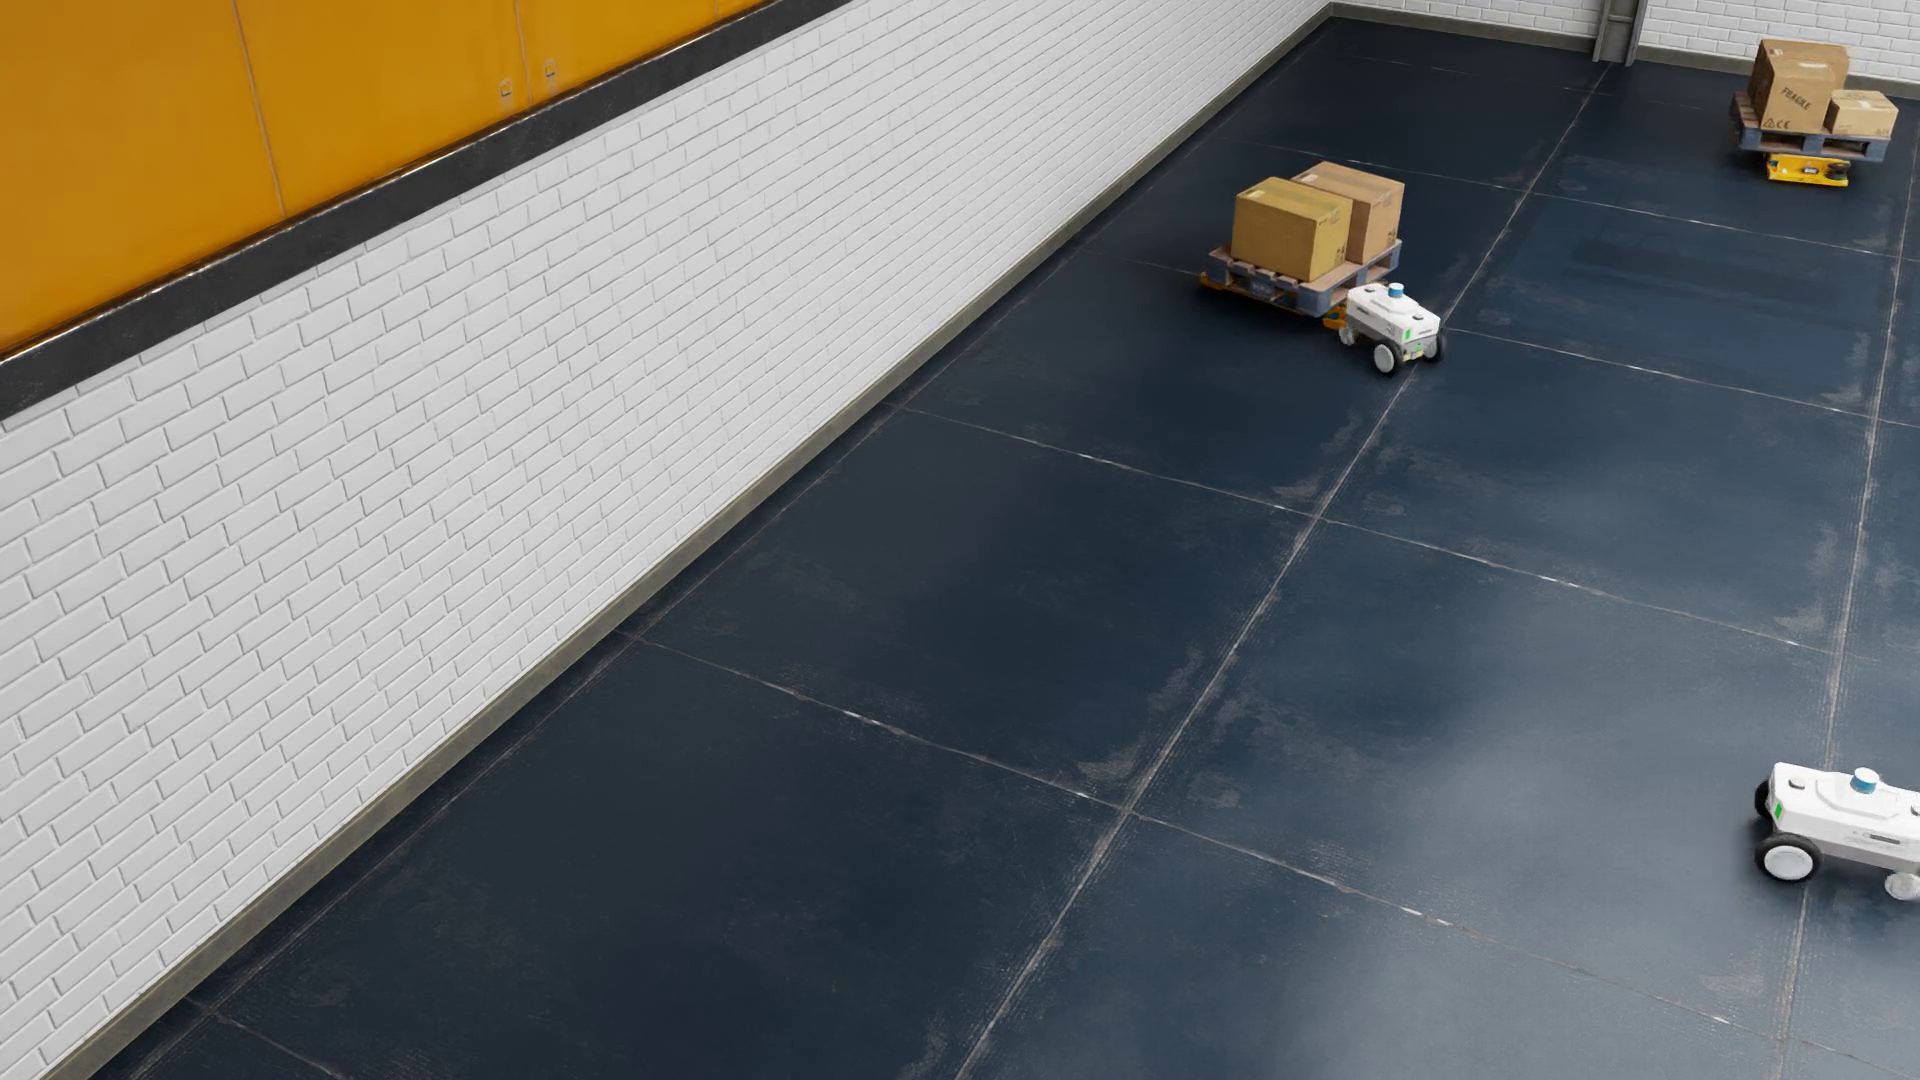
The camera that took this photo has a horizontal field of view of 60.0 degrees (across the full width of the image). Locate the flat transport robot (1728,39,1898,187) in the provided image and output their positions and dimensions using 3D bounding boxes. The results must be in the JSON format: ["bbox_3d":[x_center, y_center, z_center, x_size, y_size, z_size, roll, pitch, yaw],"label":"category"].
[{"bbox_3d":[7.758,-3.624,15.370,0.659,0.231,1.431,9,35,13],"label":"flat transport robot"}]

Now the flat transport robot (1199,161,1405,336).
[{"bbox_3d":[2.640,-1.971,12.910,1.431,0.231,0.659,26,42,33],"label":"flat transport robot"}]

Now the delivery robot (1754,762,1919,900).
[{"bbox_3d":[4.122,1.322,7.768,0.814,0.611,0.499,12,36,17],"label":"delivery robot"}]

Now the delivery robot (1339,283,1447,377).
[{"bbox_3d":[3.121,-1.580,12.047,0.499,0.566,0.739,-17,38,-24],"label":"delivery robot"}]
